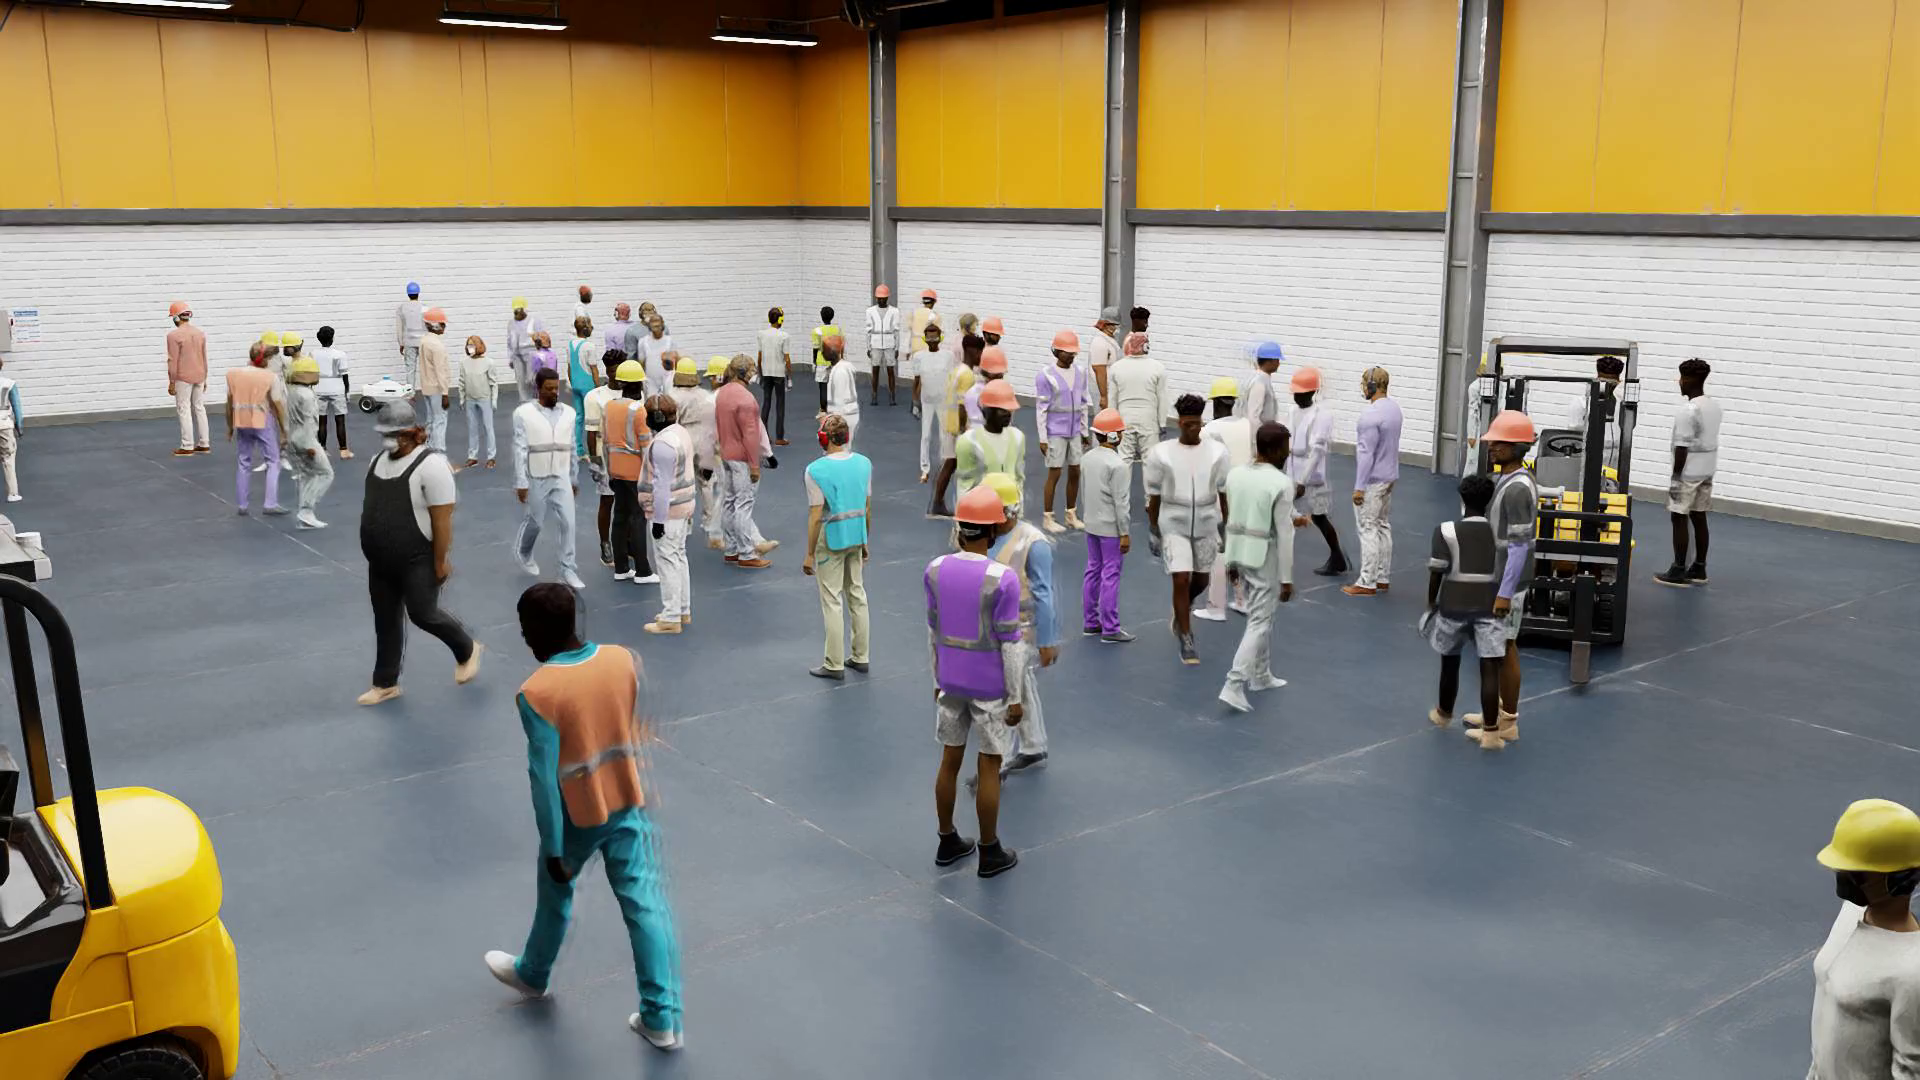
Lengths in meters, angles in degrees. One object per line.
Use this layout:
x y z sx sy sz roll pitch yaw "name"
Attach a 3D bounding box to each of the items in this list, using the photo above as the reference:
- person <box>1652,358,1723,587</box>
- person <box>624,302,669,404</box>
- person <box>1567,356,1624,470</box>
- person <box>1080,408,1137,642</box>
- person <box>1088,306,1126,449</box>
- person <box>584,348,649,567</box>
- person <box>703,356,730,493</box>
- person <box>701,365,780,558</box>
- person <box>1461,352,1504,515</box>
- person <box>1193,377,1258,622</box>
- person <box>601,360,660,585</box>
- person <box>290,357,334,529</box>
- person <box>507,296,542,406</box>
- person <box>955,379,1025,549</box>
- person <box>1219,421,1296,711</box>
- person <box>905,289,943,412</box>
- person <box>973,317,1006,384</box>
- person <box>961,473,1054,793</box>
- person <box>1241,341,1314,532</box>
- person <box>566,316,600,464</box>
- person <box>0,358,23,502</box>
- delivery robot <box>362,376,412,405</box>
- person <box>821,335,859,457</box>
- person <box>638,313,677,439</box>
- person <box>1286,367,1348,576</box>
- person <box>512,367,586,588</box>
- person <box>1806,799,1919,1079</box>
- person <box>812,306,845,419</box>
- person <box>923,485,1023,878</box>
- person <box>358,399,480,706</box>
6.244 -0.576 14.220 0.614 1.960 0.389 -9 15 -37 "person"
-4.156 -2.223 22.259 0.636 1.928 0.383 -8 14 -34 "person"
5.555 -0.635 14.500 0.604 1.960 0.372 -4 12 -20 "person"
1.111 -0.112 12.462 0.318 1.756 0.562 -6 13 -26 "person"
1.789 -1.767 19.767 0.537 2.000 0.678 2 12 11 "person"
-3.088 -0.751 15.041 0.613 1.964 0.361 -11 16 -43 "person"
-2.234 -0.846 15.866 0.403 1.819 0.602 0 12 -1 "person"
-2.024 -0.736 15.419 0.978 1.776 0.625 6 13 28 "person"
5.472 -1.104 17.292 0.492 1.741 0.319 -8 14 -34 "person"
2.081 -0.321 13.102 0.681 1.914 0.430 -7 14 -30 "person"
-2.824 -0.579 14.308 0.587 1.928 0.381 10 15 39 "person"
-6.514 -0.963 16.641 0.391 1.716 0.507 -8 14 -33 "person"
-6.591 -2.802 25.306 0.615 1.817 0.533 3 12 16 "person"
0.203 -0.177 12.157 0.610 2.026 0.599 -8 14 -35 "person"
1.941 0.157 10.930 0.722 1.908 0.616 -7 14 -31 "person"
-0.508 -2.934 25.791 0.565 1.874 0.894 8 14 32 "person"
0.343 -1.645 19.460 0.390 1.925 0.550 9 15 38 "person"
0.220 0.512 9.356 0.822 1.794 0.606 -9 14 -36 "person"
3.061 -1.013 16.465 0.993 1.891 0.613 1 12 7 "person"
-4.663 -1.865 20.718 0.506 1.846 0.345 8 14 33 "person"
-10.469 -1.209 18.068 0.527 1.631 0.320 -4 12 -18 "person"
-8.848 -2.294 25.694 0.707 0.478 0.477 1 12 5 "delivery robot"
-1.280 -1.252 17.696 0.410 1.870 0.578 -2 12 -8 "person"
-3.930 -2.055 21.721 0.509 1.826 0.586 -2 12 -7 "person"
3.002 -0.565 14.397 0.933 1.884 0.552 -7 14 -31 "person"
-3.578 -0.547 14.281 0.619 1.893 0.835 -10 15 -40 "person"
2.412 1.537 4.486 0.320 1.766 0.523 1 12 6 "person"
-1.962 -2.629 24.762 0.535 1.700 0.318 -6 13 -28 "person"
0.084 0.691 8.173 0.545 1.930 0.387 8 14 35 "person"
-3.650 0.046 11.015 0.698 2.000 0.784 6 13 29 "person"
